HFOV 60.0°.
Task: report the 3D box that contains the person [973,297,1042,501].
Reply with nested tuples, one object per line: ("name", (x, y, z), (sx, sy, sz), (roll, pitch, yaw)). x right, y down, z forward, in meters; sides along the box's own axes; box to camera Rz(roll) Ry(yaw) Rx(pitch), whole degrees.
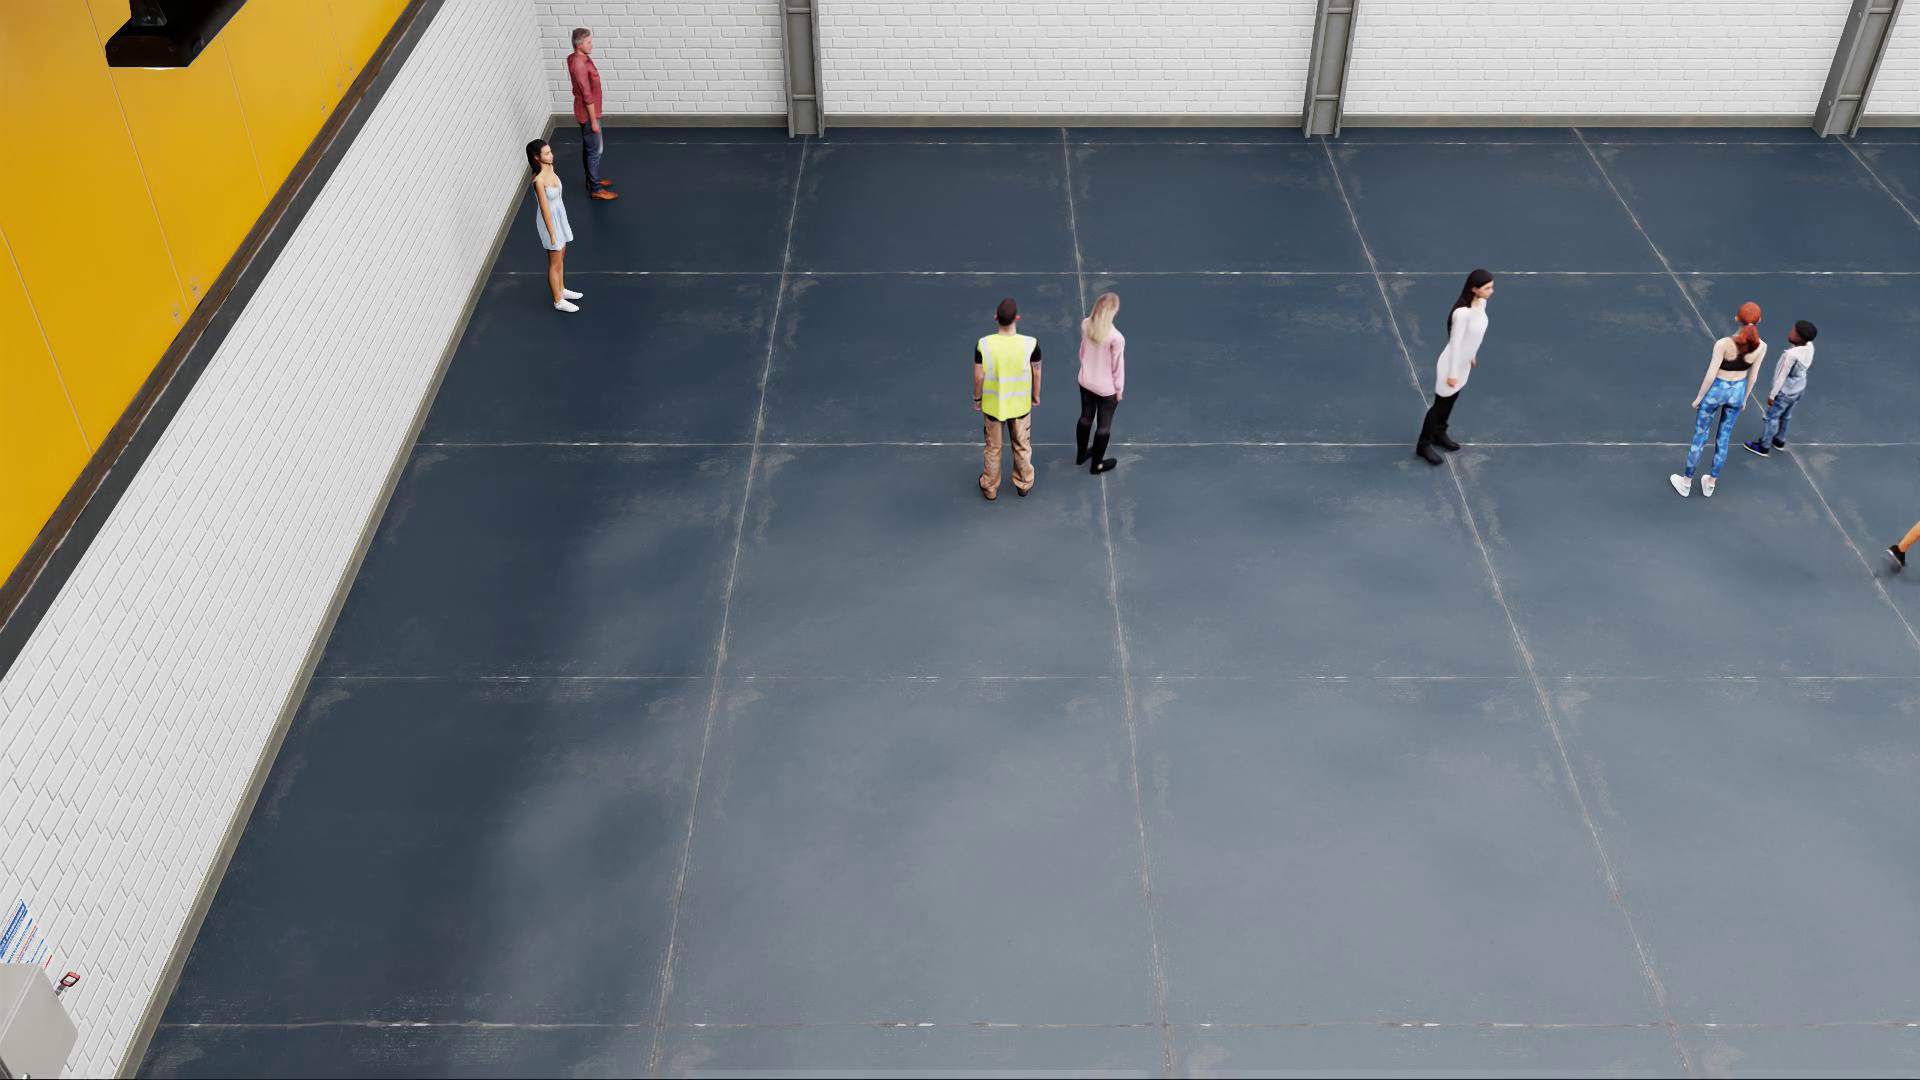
("person", (0.372, -1.126, 13.398), (0.642, 1.845, 0.767), (-3, 39, -3))

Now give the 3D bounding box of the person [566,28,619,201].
("person", (-3.961, -4.546, 17.692), (0.674, 1.831, 0.749), (-12, 40, -14))

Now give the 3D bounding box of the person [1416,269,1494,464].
("person", (4.130, -1.472, 13.864), (0.725, 1.803, 0.673), (31, 48, 33))

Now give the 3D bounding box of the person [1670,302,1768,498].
("person", (6.159, -1.125, 13.442), (0.535, 1.788, 0.638), (3, 39, 3))

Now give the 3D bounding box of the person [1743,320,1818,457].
("person", (7.008, -1.294, 14.080), (0.534, 1.255, 0.619), (-20, 43, -23))

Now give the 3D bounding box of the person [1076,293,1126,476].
("person", (1.140, -1.292, 13.733), (0.746, 1.685, 0.691), (-31, 48, -33))

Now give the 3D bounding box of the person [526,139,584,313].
("person", (-3.890, -3.012, 15.852), (0.517, 1.731, 0.581), (1, 39, 1))
